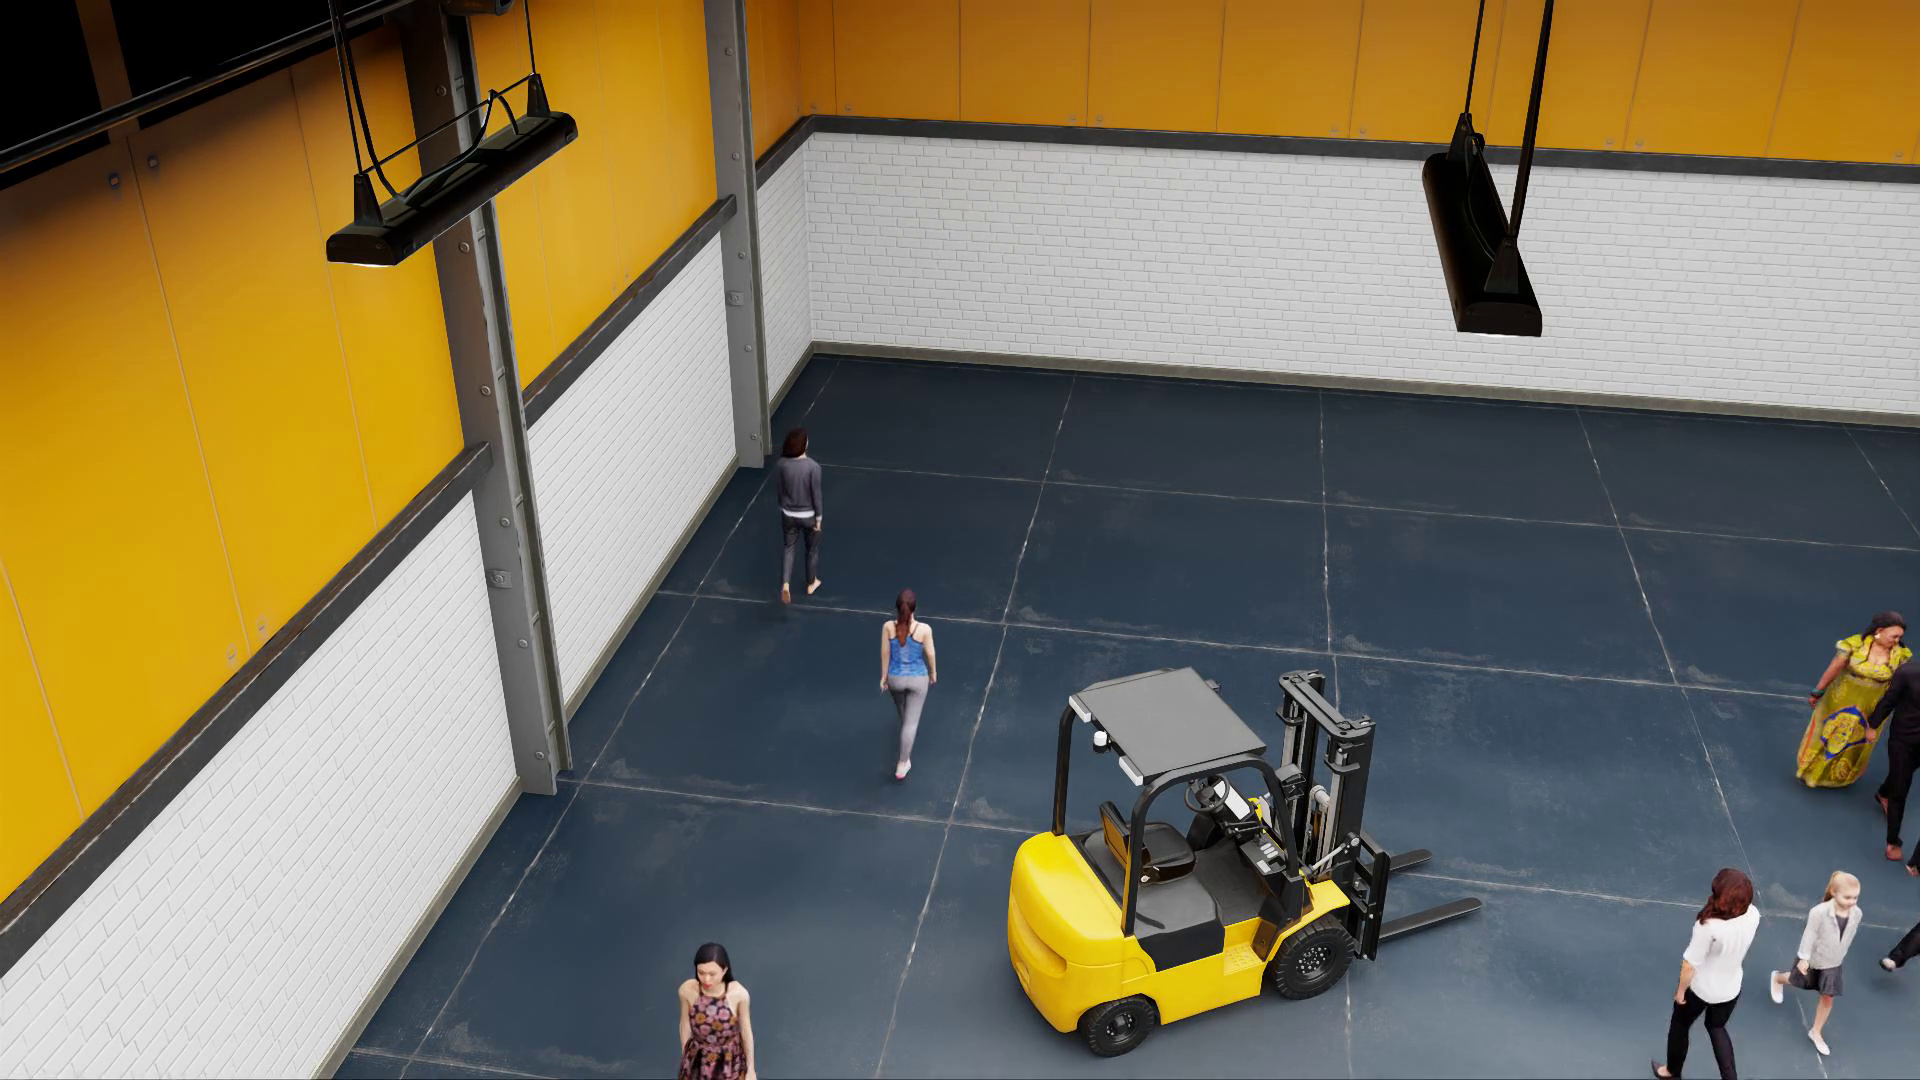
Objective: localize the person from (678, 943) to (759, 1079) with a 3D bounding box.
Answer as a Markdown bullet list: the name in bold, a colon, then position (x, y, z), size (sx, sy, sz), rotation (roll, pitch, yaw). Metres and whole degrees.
- **person**: position (-1.385, 2.975, 9.666), size (0.680, 1.758, 0.767), rotation (0, 29, 0)

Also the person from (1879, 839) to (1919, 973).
- **person**: position (6.558, 2.270, 11.142), size (1.070, 1.584, 1.086), rotation (-14, 32, -25)

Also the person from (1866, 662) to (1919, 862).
- **person**: position (7.137, 1.430, 12.434), size (0.804, 1.820, 1.224), rotation (5, 29, 10)

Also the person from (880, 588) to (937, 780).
- **person**: position (-0.429, 1.157, 13.195), size (0.569, 1.570, 1.024), rotation (5, 29, 9)

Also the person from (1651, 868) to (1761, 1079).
- **person**: position (4.590, 2.766, 10.030), size (0.836, 1.776, 1.006), rotation (-7, 29, -13)

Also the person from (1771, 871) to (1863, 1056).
- **person**: position (5.552, 2.656, 10.778), size (0.558, 1.254, 0.867), rotation (2, 29, 3)

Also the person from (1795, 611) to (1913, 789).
- **person**: position (7.001, 1.237, 12.970), size (0.810, 1.645, 0.798), rotation (12, 31, 22)

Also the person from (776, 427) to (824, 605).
- **person**: position (-1.516, -0.202, 15.496), size (0.613, 1.753, 0.899), rotation (6, 29, 12)
